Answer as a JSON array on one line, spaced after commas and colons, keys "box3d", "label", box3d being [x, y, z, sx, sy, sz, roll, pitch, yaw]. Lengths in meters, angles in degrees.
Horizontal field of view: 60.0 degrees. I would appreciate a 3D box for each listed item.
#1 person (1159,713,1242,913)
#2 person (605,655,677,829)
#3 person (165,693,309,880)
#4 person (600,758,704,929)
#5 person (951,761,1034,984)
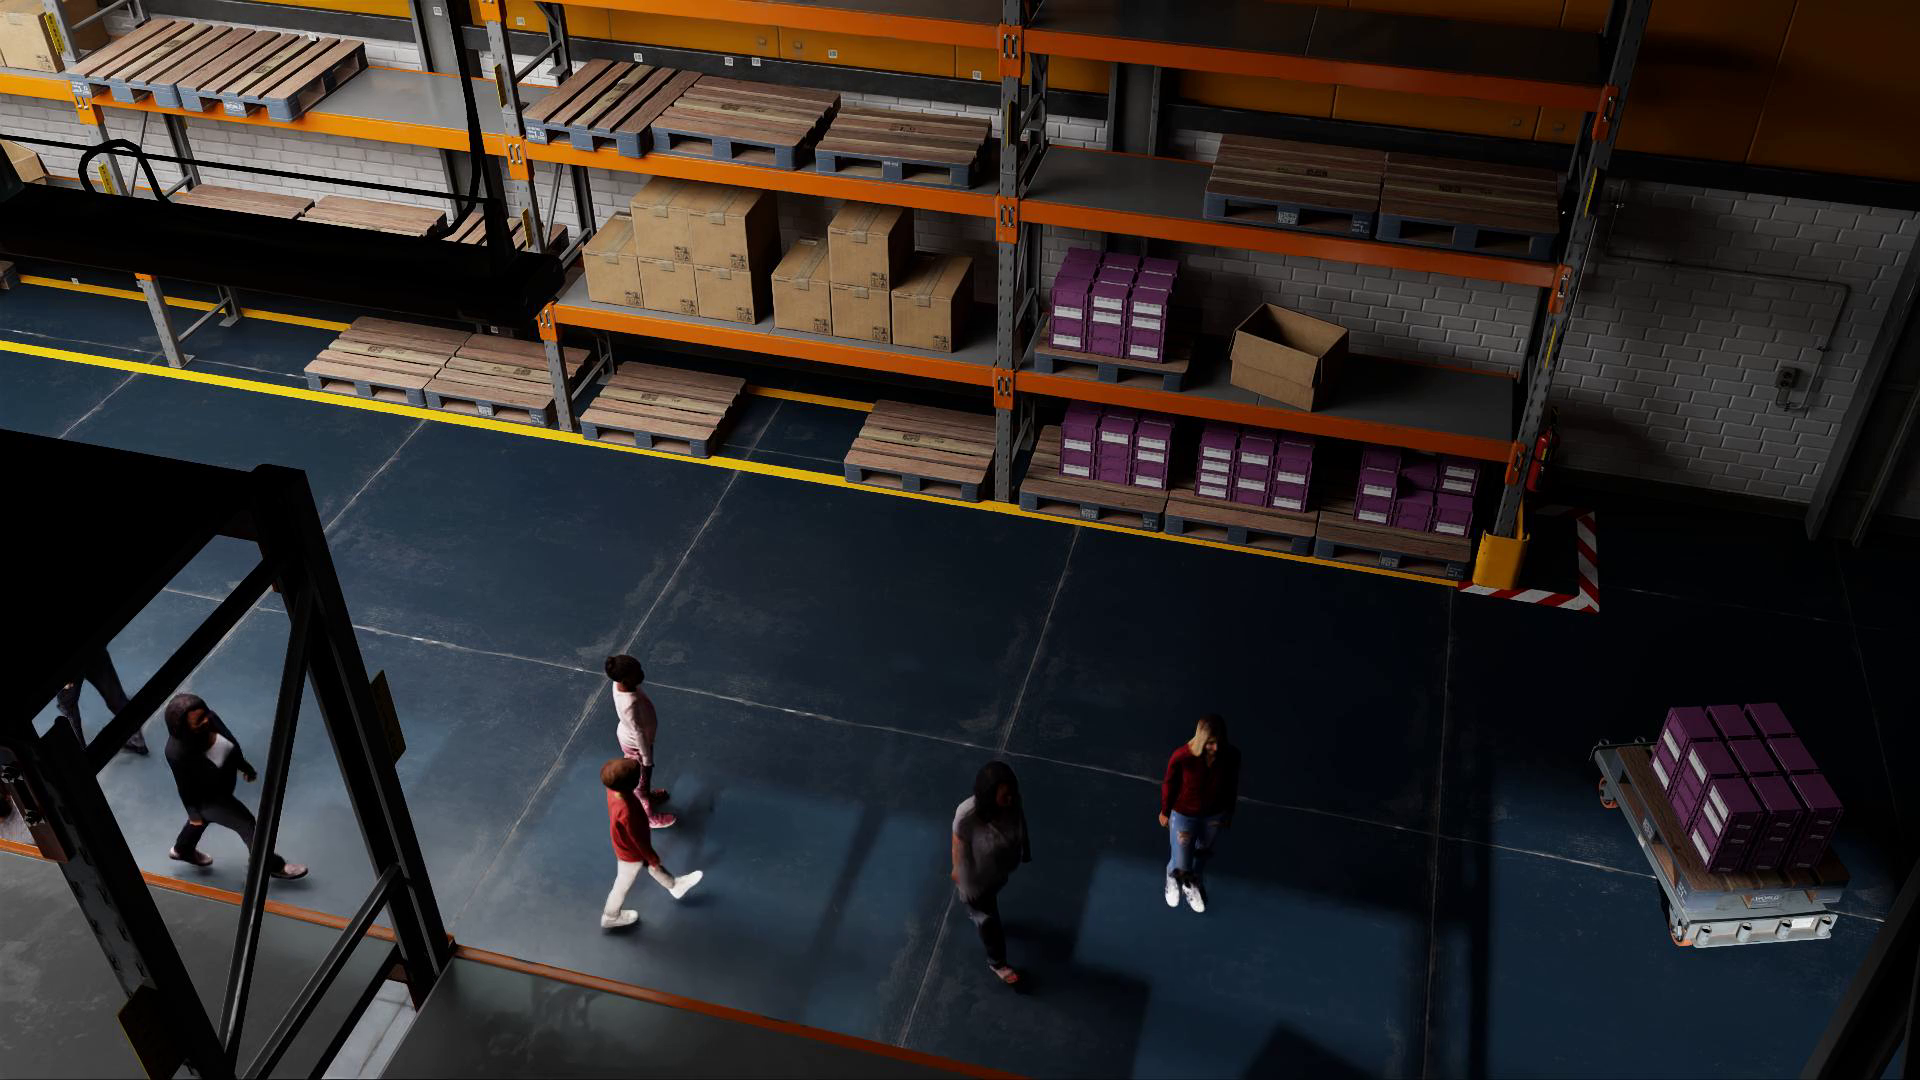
[{"box3d": [1.447, 1.628, 10.260, 0.681, 1.625, 0.779, -7, 39, -9], "label": "person"}, {"box3d": [-2.113, 1.282, 10.838, 0.661, 1.444, 0.626, -14, 41, -17], "label": "person"}, {"box3d": [-4.755, 1.561, 10.385, 1.207, 1.573, 0.861, -2, 39, -2], "label": "person"}, {"box3d": [-2.076, 1.877, 10.142, 0.987, 1.383, 0.870, -15, 41, -18], "label": "person"}, {"box3d": [0.133, 1.865, 9.993, 0.904, 1.589, 1.005, -27, 46, -30], "label": "person"}]
